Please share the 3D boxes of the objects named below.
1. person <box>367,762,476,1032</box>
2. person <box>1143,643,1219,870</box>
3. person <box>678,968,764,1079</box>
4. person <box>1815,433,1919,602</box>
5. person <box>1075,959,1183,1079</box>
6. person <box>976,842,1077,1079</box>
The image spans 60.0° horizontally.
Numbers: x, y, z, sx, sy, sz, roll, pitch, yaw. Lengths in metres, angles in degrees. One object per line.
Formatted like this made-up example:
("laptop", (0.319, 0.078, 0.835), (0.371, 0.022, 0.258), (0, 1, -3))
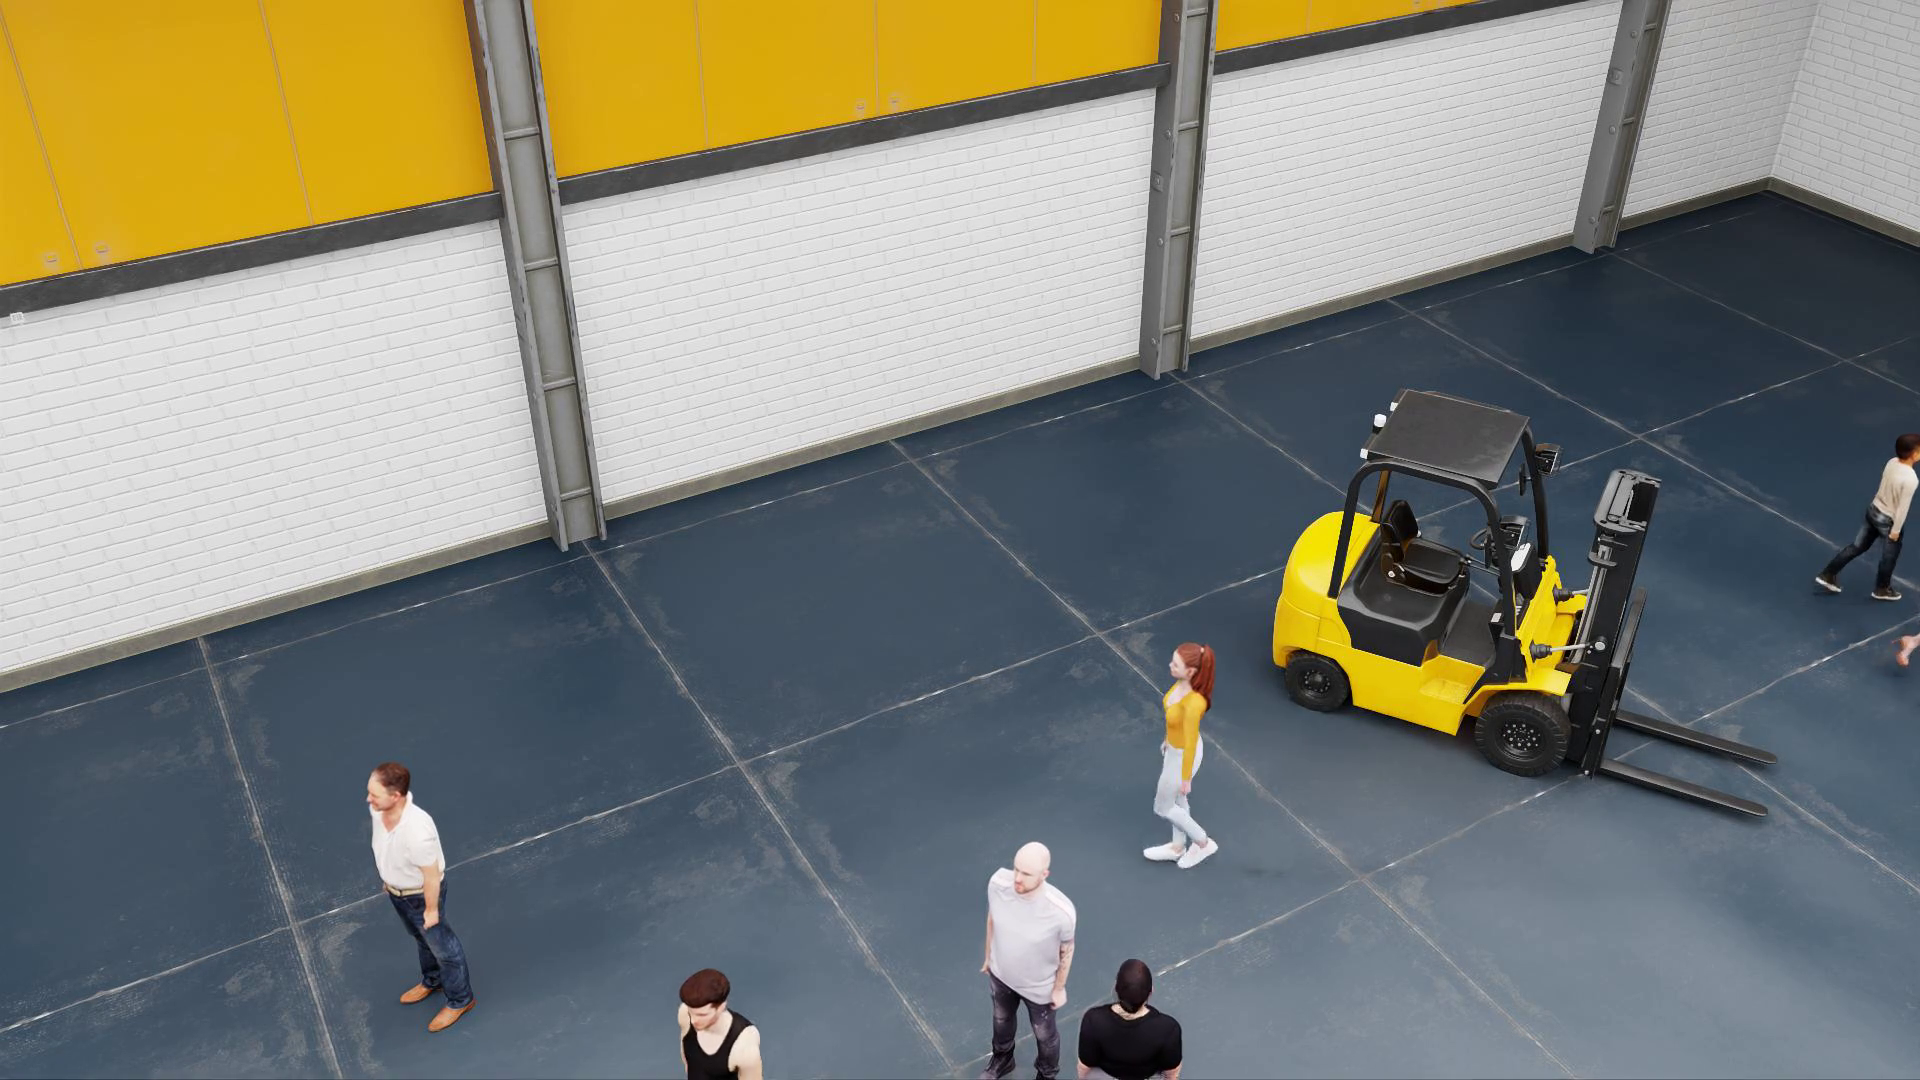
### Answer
("person", (-3.011, 1.943, 9.279), (0.723, 1.856, 0.677), (28, 43, 35))
("person", (1.457, 1.346, 10.279), (0.813, 1.743, 0.742), (2, 34, 3))
("person", (-1.103, 2.697, 8.127), (0.905, 1.876, 0.950), (19, 38, 26))
("person", (7.057, -0.172, 12.820), (0.993, 1.459, 0.790), (-4, 34, -6))
("person", (0.810, 2.739, 8.169), (0.765, 1.759, 0.847), (6, 34, 9))
("person", (0.359, 2.282, 8.791), (0.748, 1.831, 0.740), (22, 39, 29))
